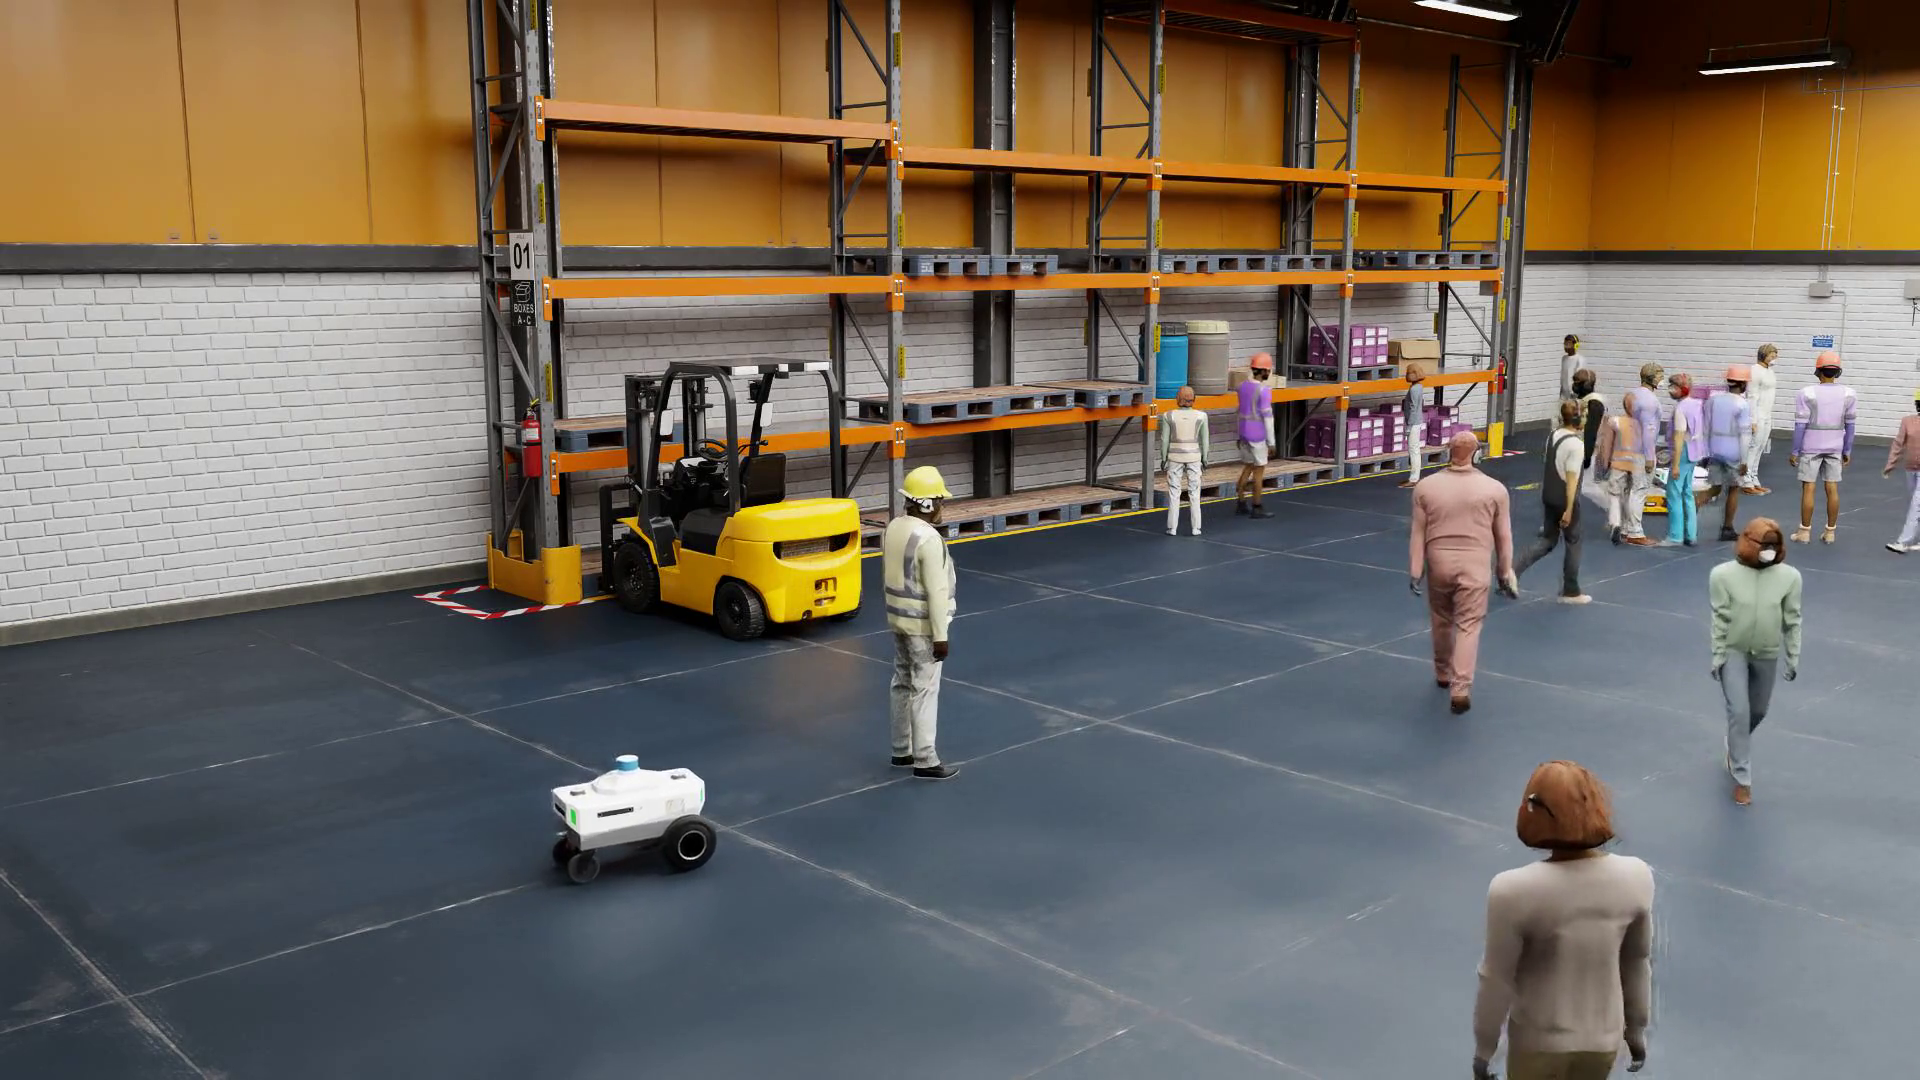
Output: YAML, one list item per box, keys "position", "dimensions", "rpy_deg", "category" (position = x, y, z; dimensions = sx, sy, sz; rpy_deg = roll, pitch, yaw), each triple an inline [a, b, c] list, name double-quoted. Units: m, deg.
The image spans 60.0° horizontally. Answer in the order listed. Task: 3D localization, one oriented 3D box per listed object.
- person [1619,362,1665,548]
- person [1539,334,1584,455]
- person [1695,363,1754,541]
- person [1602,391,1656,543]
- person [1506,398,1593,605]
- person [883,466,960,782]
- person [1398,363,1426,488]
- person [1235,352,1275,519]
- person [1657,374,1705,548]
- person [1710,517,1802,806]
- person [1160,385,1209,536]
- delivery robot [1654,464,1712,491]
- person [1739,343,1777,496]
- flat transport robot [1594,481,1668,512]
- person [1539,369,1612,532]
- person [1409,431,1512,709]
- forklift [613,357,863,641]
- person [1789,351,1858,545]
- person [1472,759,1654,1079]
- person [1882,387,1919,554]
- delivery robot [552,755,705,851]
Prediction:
- position: [7.148, -0.897, 17.433]
  dimensions: [0.351, 1.936, 0.635]
  rpy_deg: [1, 10, 7]
  category: "person"
- position: [9.123, -2.176, 25.161]
  dimensions: [0.644, 1.851, 0.568]
  rpy_deg: [-3, 10, -17]
  category: "person"
- position: [8.050, -0.914, 17.625]
  dimensions: [0.695, 1.918, 0.556]
  rpy_deg: [-4, 11, -24]
  category: "person"
- position: [7.031, -0.749, 17.494]
  dimensions: [0.525, 1.624, 0.604]
  rpy_deg: [3, 10, 16]
  category: "person"
- position: [5.139, -0.322, 14.414]
  dimensions: [0.758, 1.822, 0.515]
  rpy_deg: [-2, 10, -13]
  category: "person"
- position: [-0.223, 0.481, 9.671]
  dimensions: [0.403, 1.830, 0.601]
  rpy_deg: [-5, 11, -29]
  category: "person"
- position: [5.949, -1.505, 21.871]
  dimensions: [0.286, 1.636, 0.500]
  rpy_deg: [4, 10, 22]
  category: "person"
- position: [3.422, -1.205, 19.252]
  dimensions: [0.390, 1.934, 0.577]
  rpy_deg: [-5, 11, -26]
  category: "person"
- position: [7.546, -0.817, 17.323]
  dimensions: [0.386, 1.823, 0.702]
  rpy_deg: [7, 12, 35]
  category: "person"
- position: [4.470, 0.637, 9.450]
  dimensions: [0.504, 1.602, 0.743]
  rpy_deg: [2, 10, 9]
  category: "person"
- position: [2.431, -0.850, 18.028]
  dimensions: [0.525, 1.639, 0.307]
  rpy_deg: [0, 10, 3]
  category: "person"
- position: [8.915, -0.760, 20.389]
  dimensions: [0.707, 0.478, 0.477]
  rpy_deg: [1, 10, 7]
  category: "delivery robot"
- position: [10.171, -1.533, 21.160]
  dimensions: [0.373, 1.937, 0.630]
  rpy_deg: [9, 13, 42]
  category: "person"
- position: [8.174, -0.528, 20.146]
  dimensions: [0.652, 0.197, 1.431]
  rpy_deg: [1, 10, 7]
  category: "flat transport robot"
- position: [6.842, -0.960, 18.157]
  dimensions: [0.815, 1.820, 0.633]
  rpy_deg: [0, 10, -2]
  category: "person"
- position: [3.415, 0.184, 11.351]
  dimensions: [0.658, 1.859, 0.969]
  rpy_deg: [5, 11, 26]
  category: "person"
- position: [-1.847, -0.414, 13.852]
  dimensions: [1.214, 2.155, 2.313]
  rpy_deg: [-9, 13, -42]
  category: "forklift"
- position: [9.070, -0.966, 17.524]
  dimensions: [0.615, 2.043, 0.373]
  rpy_deg: [1, 10, 5]
  category: "person"
- position: [1.712, 1.419, 4.777]
  dimensions: [0.526, 1.617, 0.343]
  rpy_deg: [-2, 10, -9]
  category: "person"
- position: [9.749, -0.711, 16.971]
  dimensions: [0.896, 1.728, 0.542]
  rpy_deg: [-4, 10, -22]
  category: "person"
- position: [-1.644, 1.314, 8.258]
  dimensions: [0.707, 0.478, 0.477]
  rpy_deg: [-5, 11, -29]
  category: "delivery robot"
